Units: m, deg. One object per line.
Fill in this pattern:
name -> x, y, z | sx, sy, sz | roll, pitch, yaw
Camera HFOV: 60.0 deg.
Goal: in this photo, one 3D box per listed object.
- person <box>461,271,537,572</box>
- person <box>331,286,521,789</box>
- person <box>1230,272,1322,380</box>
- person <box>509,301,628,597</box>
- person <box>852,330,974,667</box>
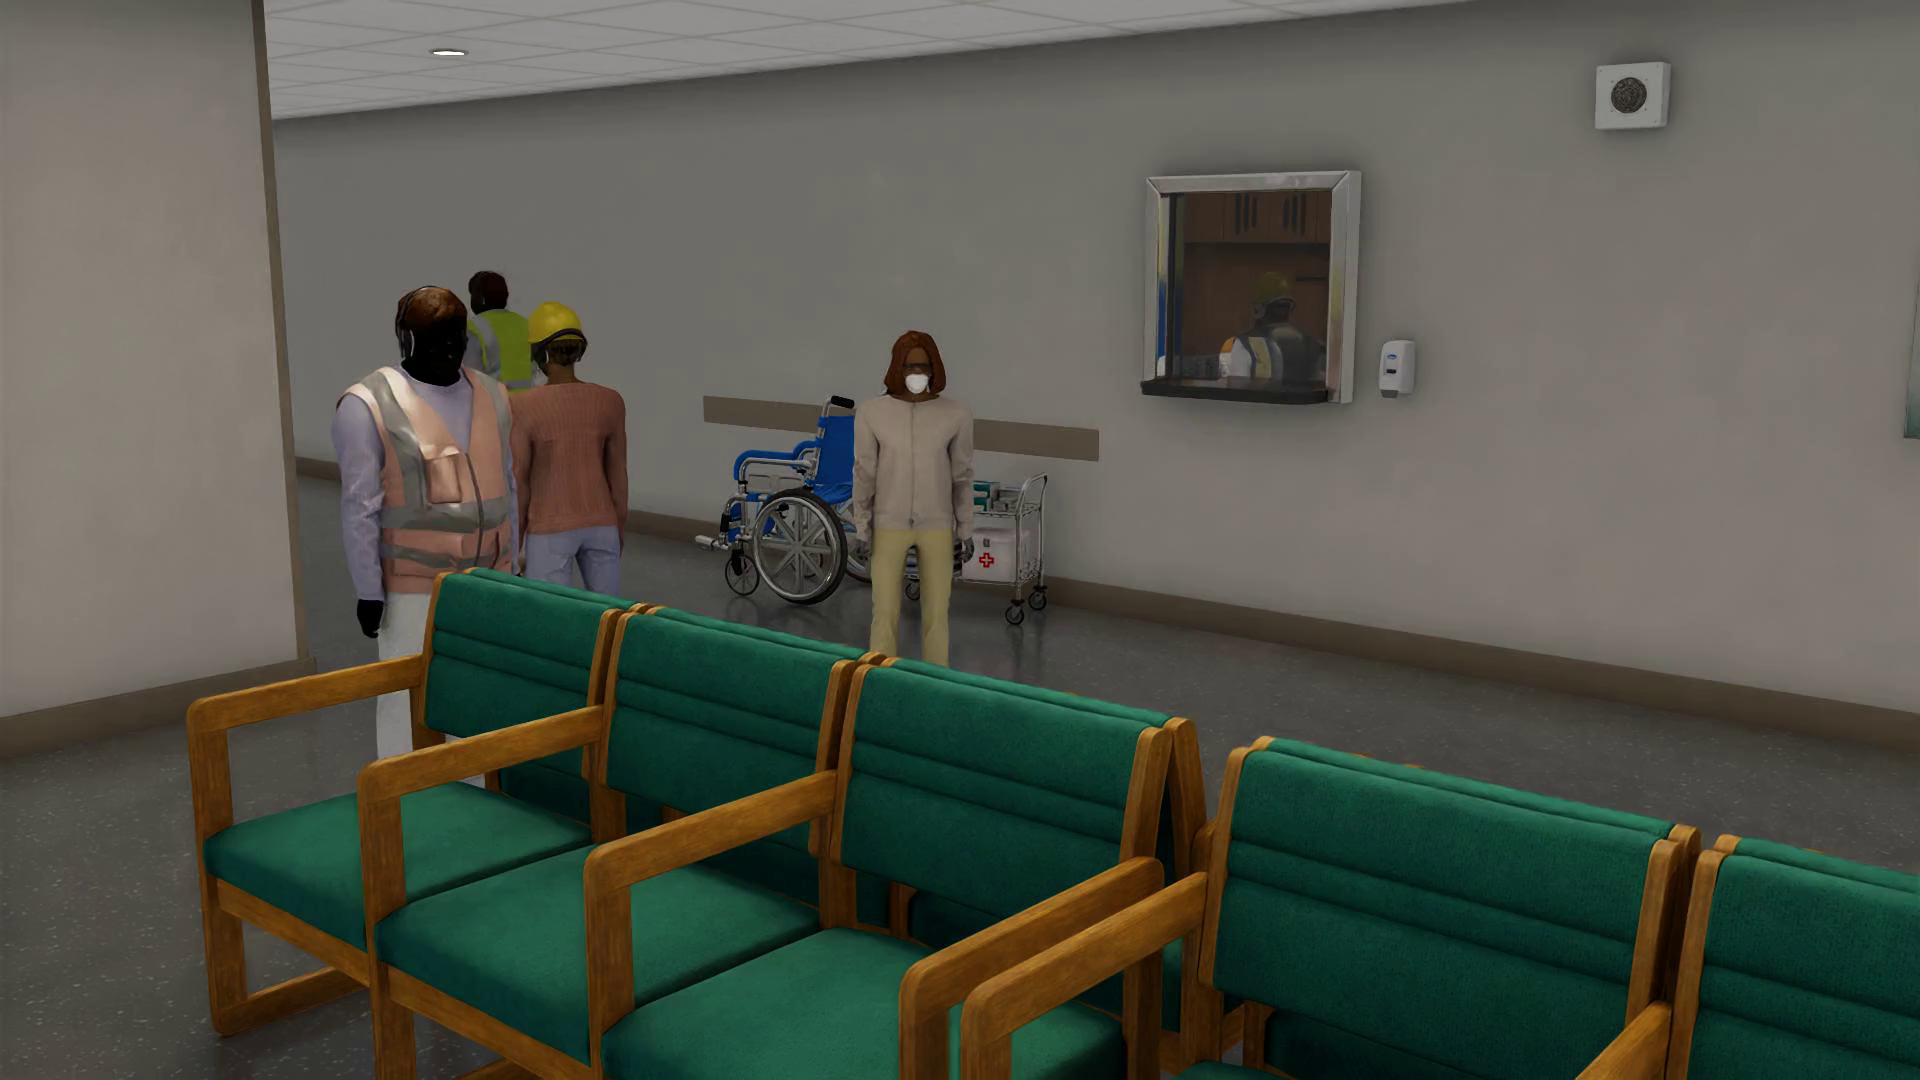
person -> -2.845, -0.705, 10.063 | 0.694, 1.816, 0.654 | 6, 11, 29
person -> -1.647, 0.118, 5.310 | 0.429, 1.842, 0.632 | 8, 13, 38
person -> 1.735, -0.582, 9.353 | 0.595, 1.827, 0.403 | -5, 11, -26
person -> -1.525, -0.036, 6.436 | 0.522, 1.758, 0.349 | -8, 13, -40
person -> -0.187, -0.031, 6.756 | 0.498, 1.632, 0.285 | -1, 10, -7
